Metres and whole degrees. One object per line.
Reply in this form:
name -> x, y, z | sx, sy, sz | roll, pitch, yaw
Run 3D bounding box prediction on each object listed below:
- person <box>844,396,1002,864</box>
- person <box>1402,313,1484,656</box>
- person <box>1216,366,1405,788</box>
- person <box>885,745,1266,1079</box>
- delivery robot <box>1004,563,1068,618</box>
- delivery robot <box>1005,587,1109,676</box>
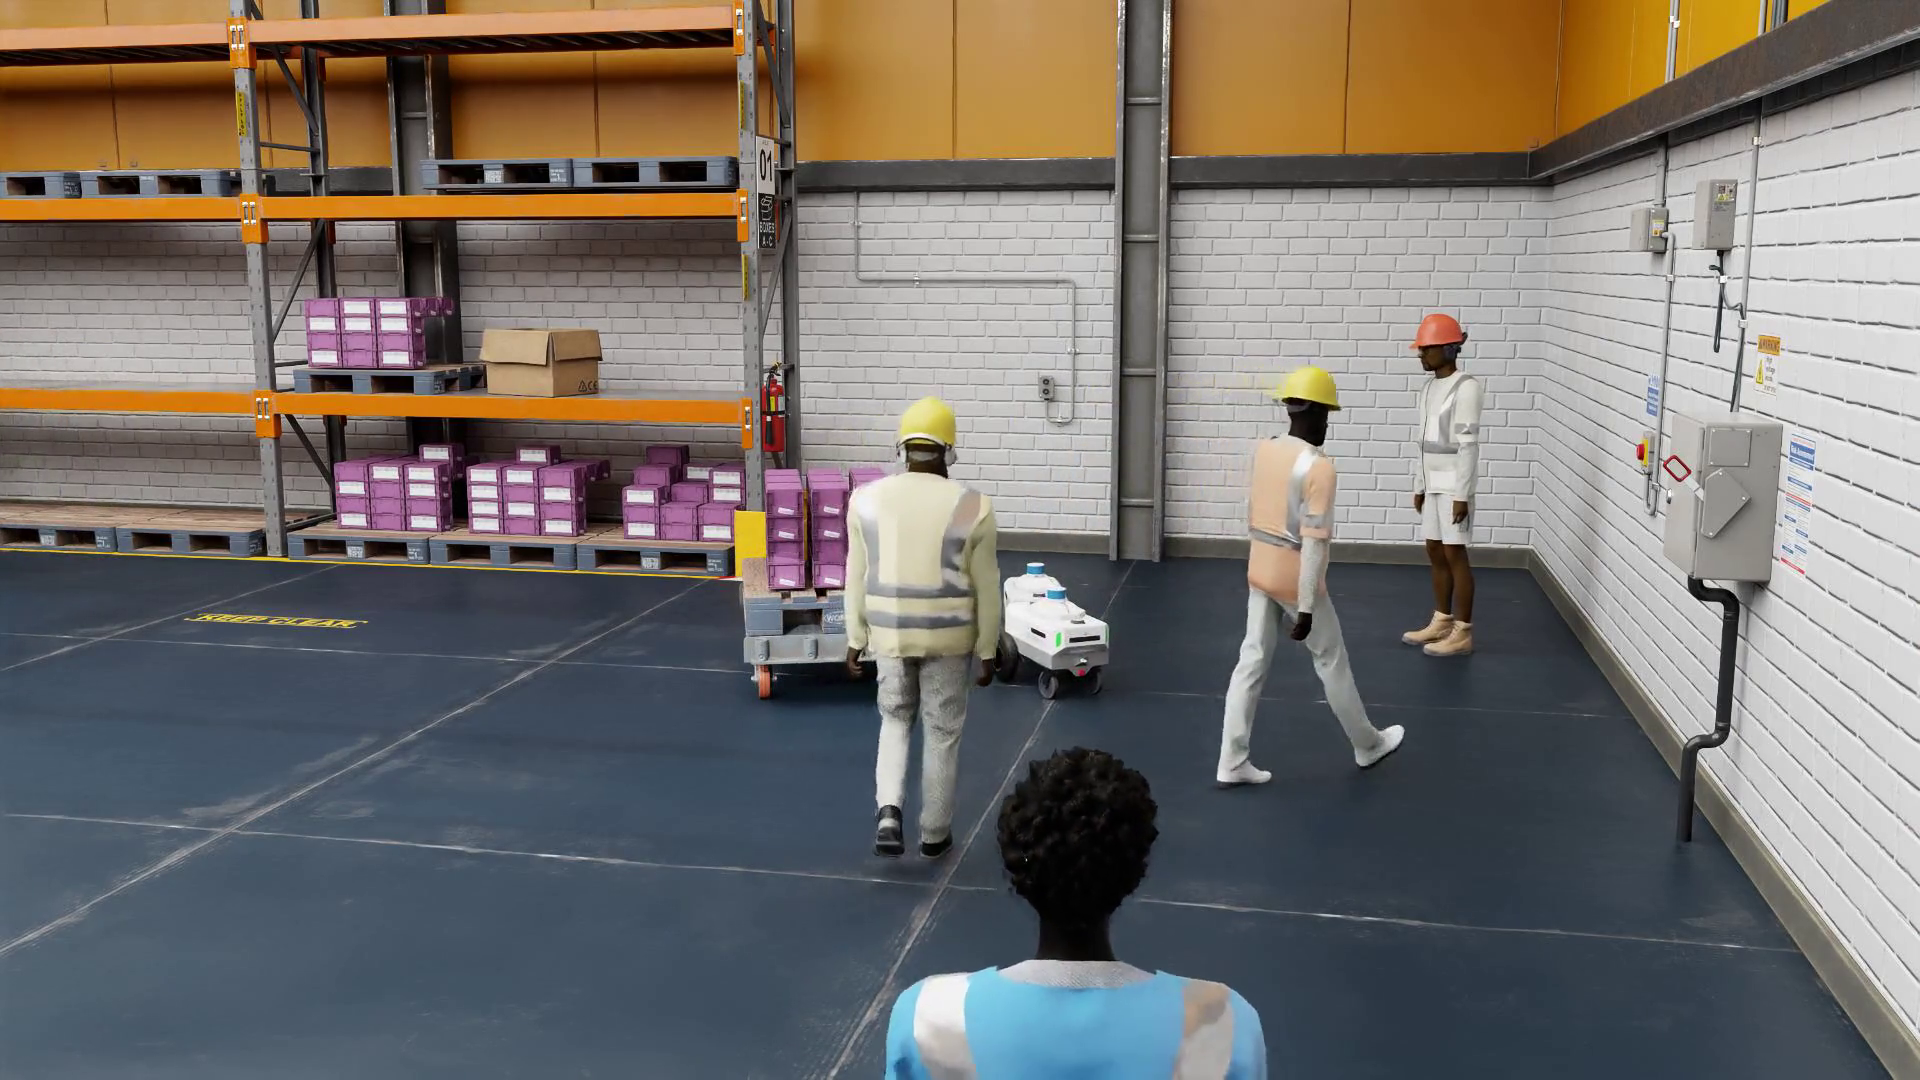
person -> -0.138, 0.365, 6.368 | 0.618, 1.820, 0.430 | 2, 10, 14
person -> 2.860, -0.325, 9.918 | 0.424, 2.032, 0.610 | -2, 10, -10
person -> 1.565, 0.166, 7.432 | 1.030, 1.860, 0.587 | -6, 11, -30
person -> 0.154, 1.096, 2.425 | 0.557, 1.652, 0.835 | 0, 9, 3
delivery robot -> 0.445, 0.379, 9.811 | 0.477, 0.478, 0.707 | 0, 9, -2
delivery robot -> 0.526, 0.499, 9.084 | 0.477, 0.478, 0.707 | -4, 10, -22
